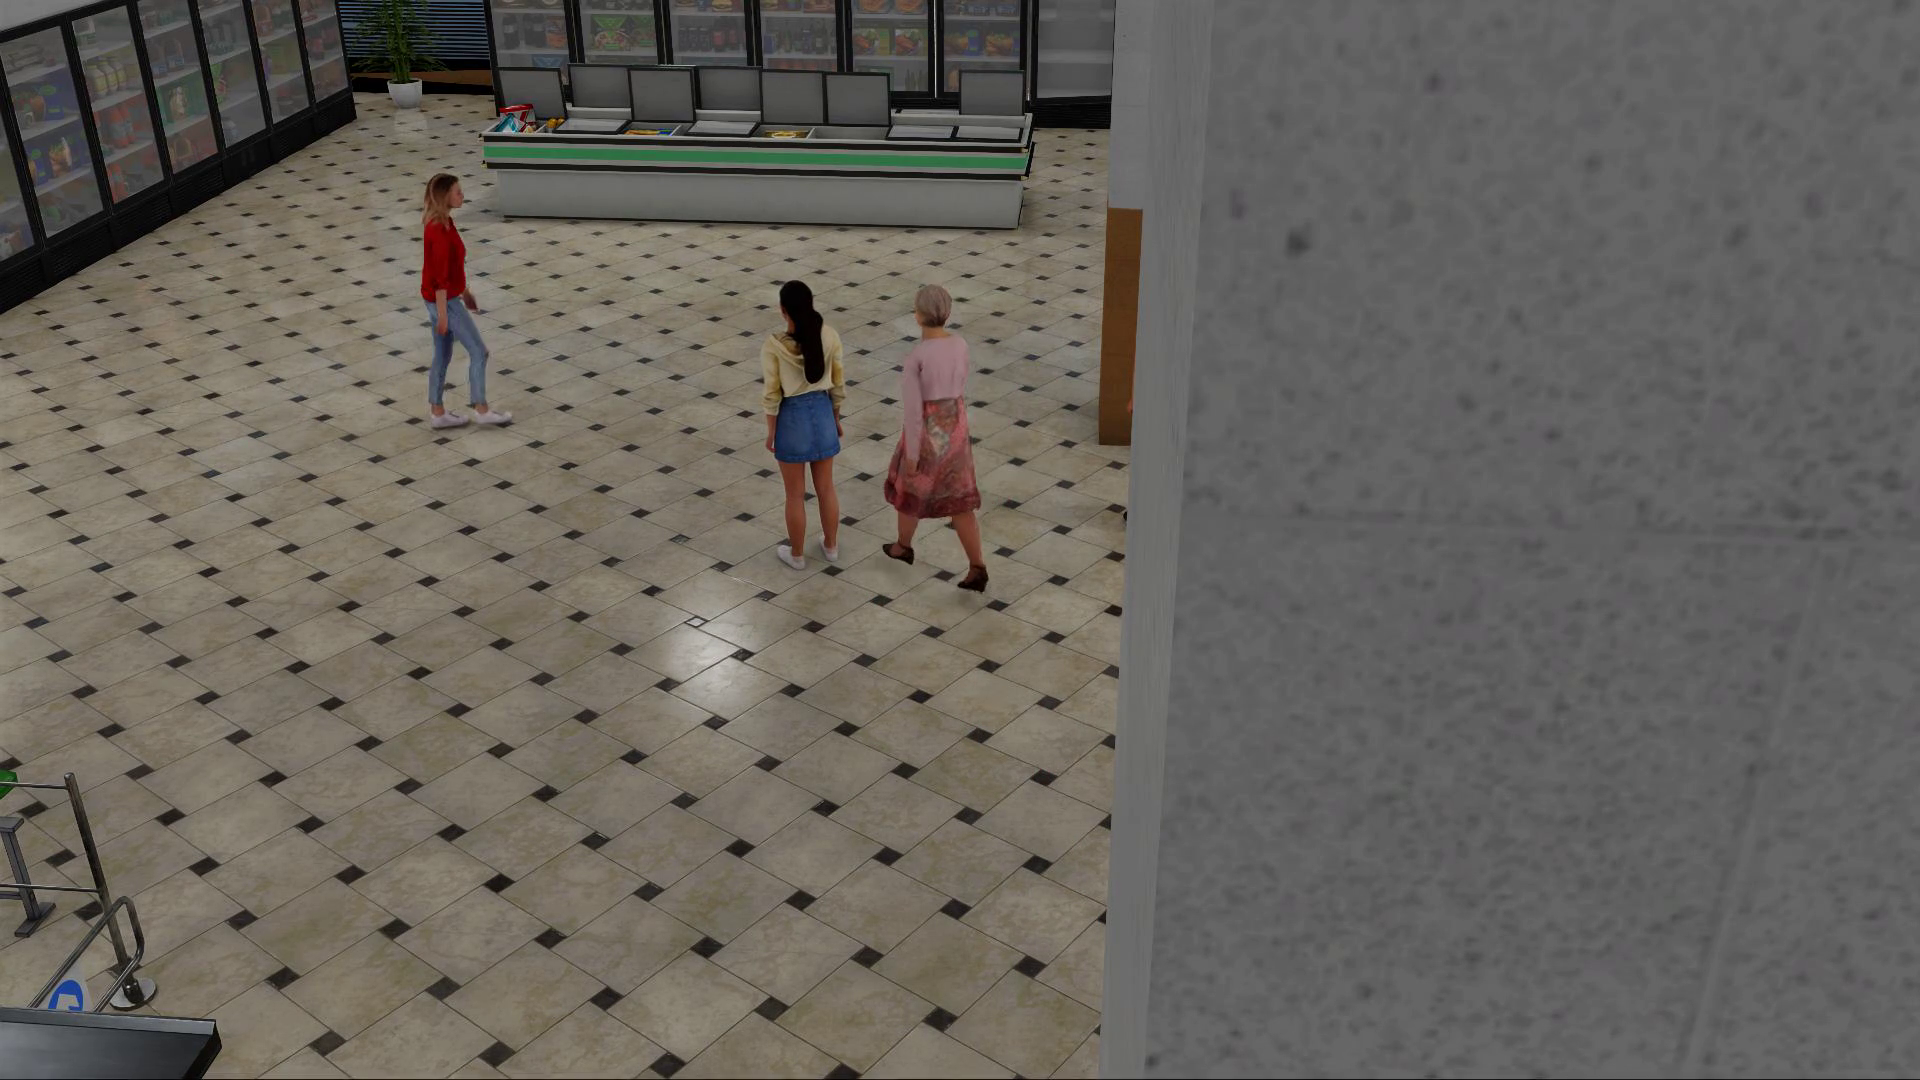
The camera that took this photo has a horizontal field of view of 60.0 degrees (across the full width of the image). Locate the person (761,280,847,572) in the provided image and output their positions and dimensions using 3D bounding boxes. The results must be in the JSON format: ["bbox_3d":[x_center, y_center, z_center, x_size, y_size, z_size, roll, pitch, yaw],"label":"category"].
[{"bbox_3d":[-0.838,-0.617,8.973,0.687,1.631,0.791,-13,30,-25],"label":"person"}]

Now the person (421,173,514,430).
[{"bbox_3d":[-3.376,-1.493,10.644,0.887,1.682,0.811,-12,29,-22],"label":"person"}]

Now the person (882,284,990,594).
[{"bbox_3d":[-0.069,-0.482,8.679,1.043,1.657,1.038,-17,31,-29],"label":"person"}]
